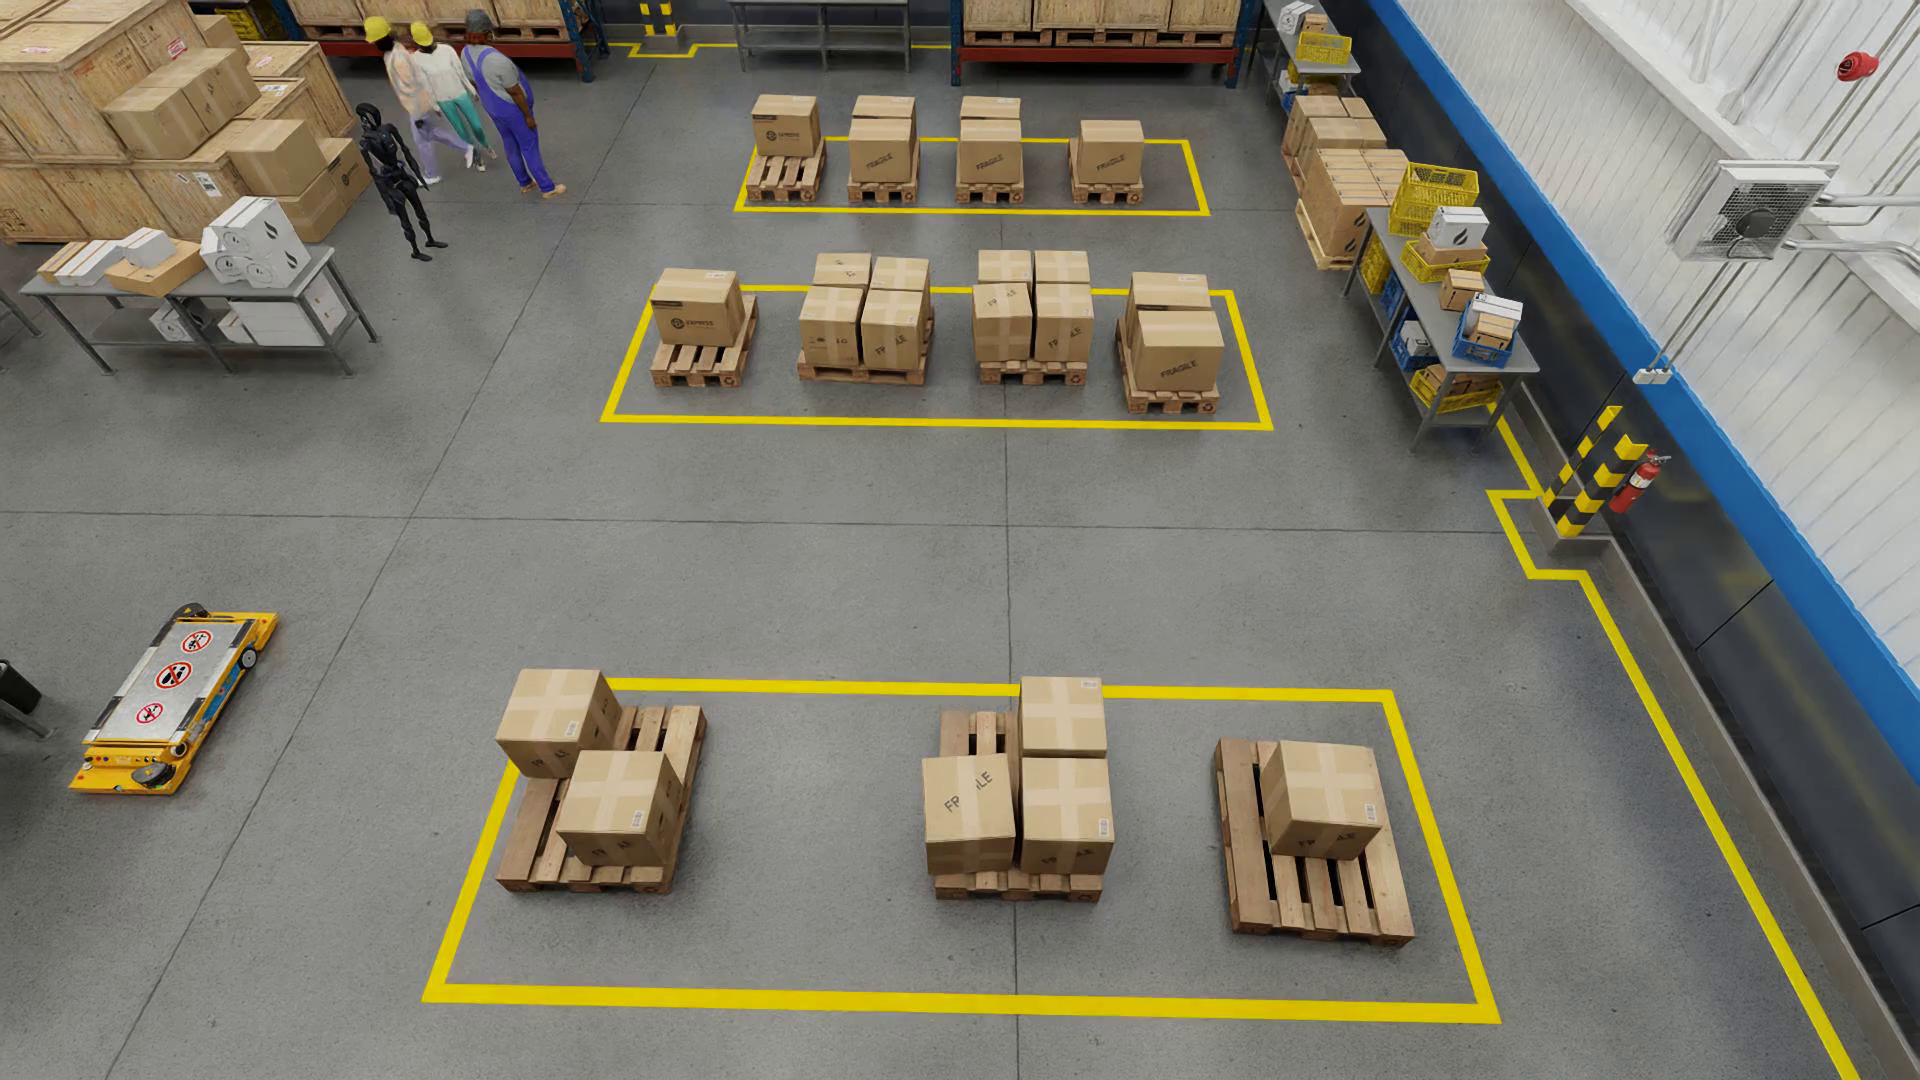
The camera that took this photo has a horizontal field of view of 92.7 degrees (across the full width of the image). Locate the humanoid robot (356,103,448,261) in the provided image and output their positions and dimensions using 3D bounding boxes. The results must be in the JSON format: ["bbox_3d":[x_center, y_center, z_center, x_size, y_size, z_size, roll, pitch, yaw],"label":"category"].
[{"bbox_3d":[-5.892,-3.734,9.602,0.332,1.651,0.577,13,51,11],"label":"humanoid robot"}]

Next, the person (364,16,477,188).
[{"bbox_3d":[-6.282,-5.060,10.585,0.769,1.893,0.610,-23,54,-18],"label":"person"}]

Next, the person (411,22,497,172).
[{"bbox_3d":[-5.971,-5.190,10.791,0.550,1.739,0.406,-24,54,-19],"label":"person"}]

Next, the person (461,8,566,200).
[{"bbox_3d":[-5.063,-4.894,10.348,0.678,2.000,0.537,22,53,17],"label":"person"}]

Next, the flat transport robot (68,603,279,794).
[{"bbox_3d":[-5.504,1.072,6.442,0.652,0.197,1.431,1,50,1],"label":"flat transport robot"}]
